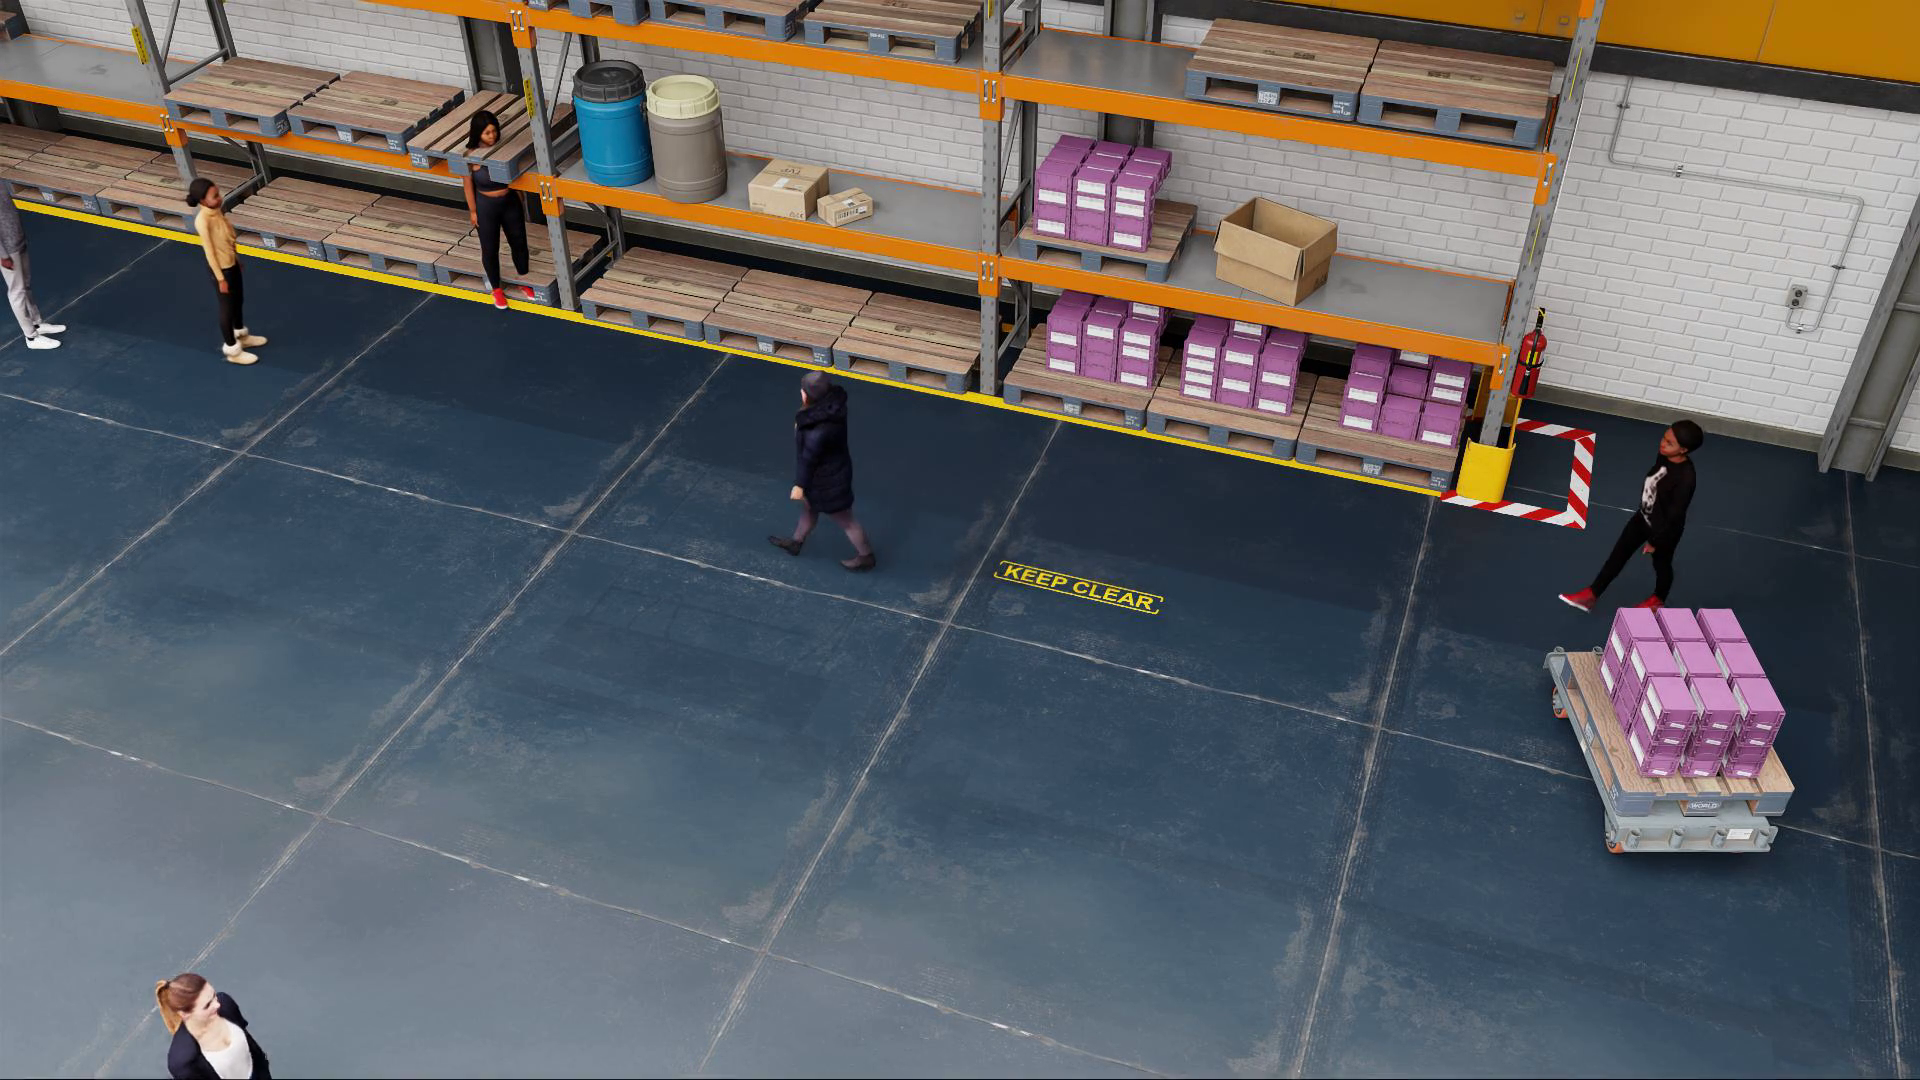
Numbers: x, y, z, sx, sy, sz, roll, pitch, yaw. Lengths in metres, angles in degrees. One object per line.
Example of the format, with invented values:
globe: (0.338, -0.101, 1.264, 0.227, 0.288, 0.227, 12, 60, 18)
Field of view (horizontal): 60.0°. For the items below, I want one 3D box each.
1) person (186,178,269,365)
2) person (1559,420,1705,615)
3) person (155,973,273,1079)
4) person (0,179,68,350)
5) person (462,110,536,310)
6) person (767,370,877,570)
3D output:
person: (-6.159, -2.264, 13.891, 0.695, 1.654, 0.678, -2, 39, -2)
person: (4.785, -0.112, 11.206, 1.104, 1.643, 0.927, -5, 39, -7)
person: (-3.513, 2.592, 7.801, 0.822, 1.667, 0.673, 10, 40, 13)
person: (-8.052, -2.494, 14.032, 0.743, 1.838, 0.758, -7, 39, -8)
person: (-4.064, -2.927, 14.594, 0.774, 1.815, 0.817, -21, 43, -24)
person: (-0.855, -0.429, 11.616, 1.107, 1.626, 0.810, 5, 39, 6)
